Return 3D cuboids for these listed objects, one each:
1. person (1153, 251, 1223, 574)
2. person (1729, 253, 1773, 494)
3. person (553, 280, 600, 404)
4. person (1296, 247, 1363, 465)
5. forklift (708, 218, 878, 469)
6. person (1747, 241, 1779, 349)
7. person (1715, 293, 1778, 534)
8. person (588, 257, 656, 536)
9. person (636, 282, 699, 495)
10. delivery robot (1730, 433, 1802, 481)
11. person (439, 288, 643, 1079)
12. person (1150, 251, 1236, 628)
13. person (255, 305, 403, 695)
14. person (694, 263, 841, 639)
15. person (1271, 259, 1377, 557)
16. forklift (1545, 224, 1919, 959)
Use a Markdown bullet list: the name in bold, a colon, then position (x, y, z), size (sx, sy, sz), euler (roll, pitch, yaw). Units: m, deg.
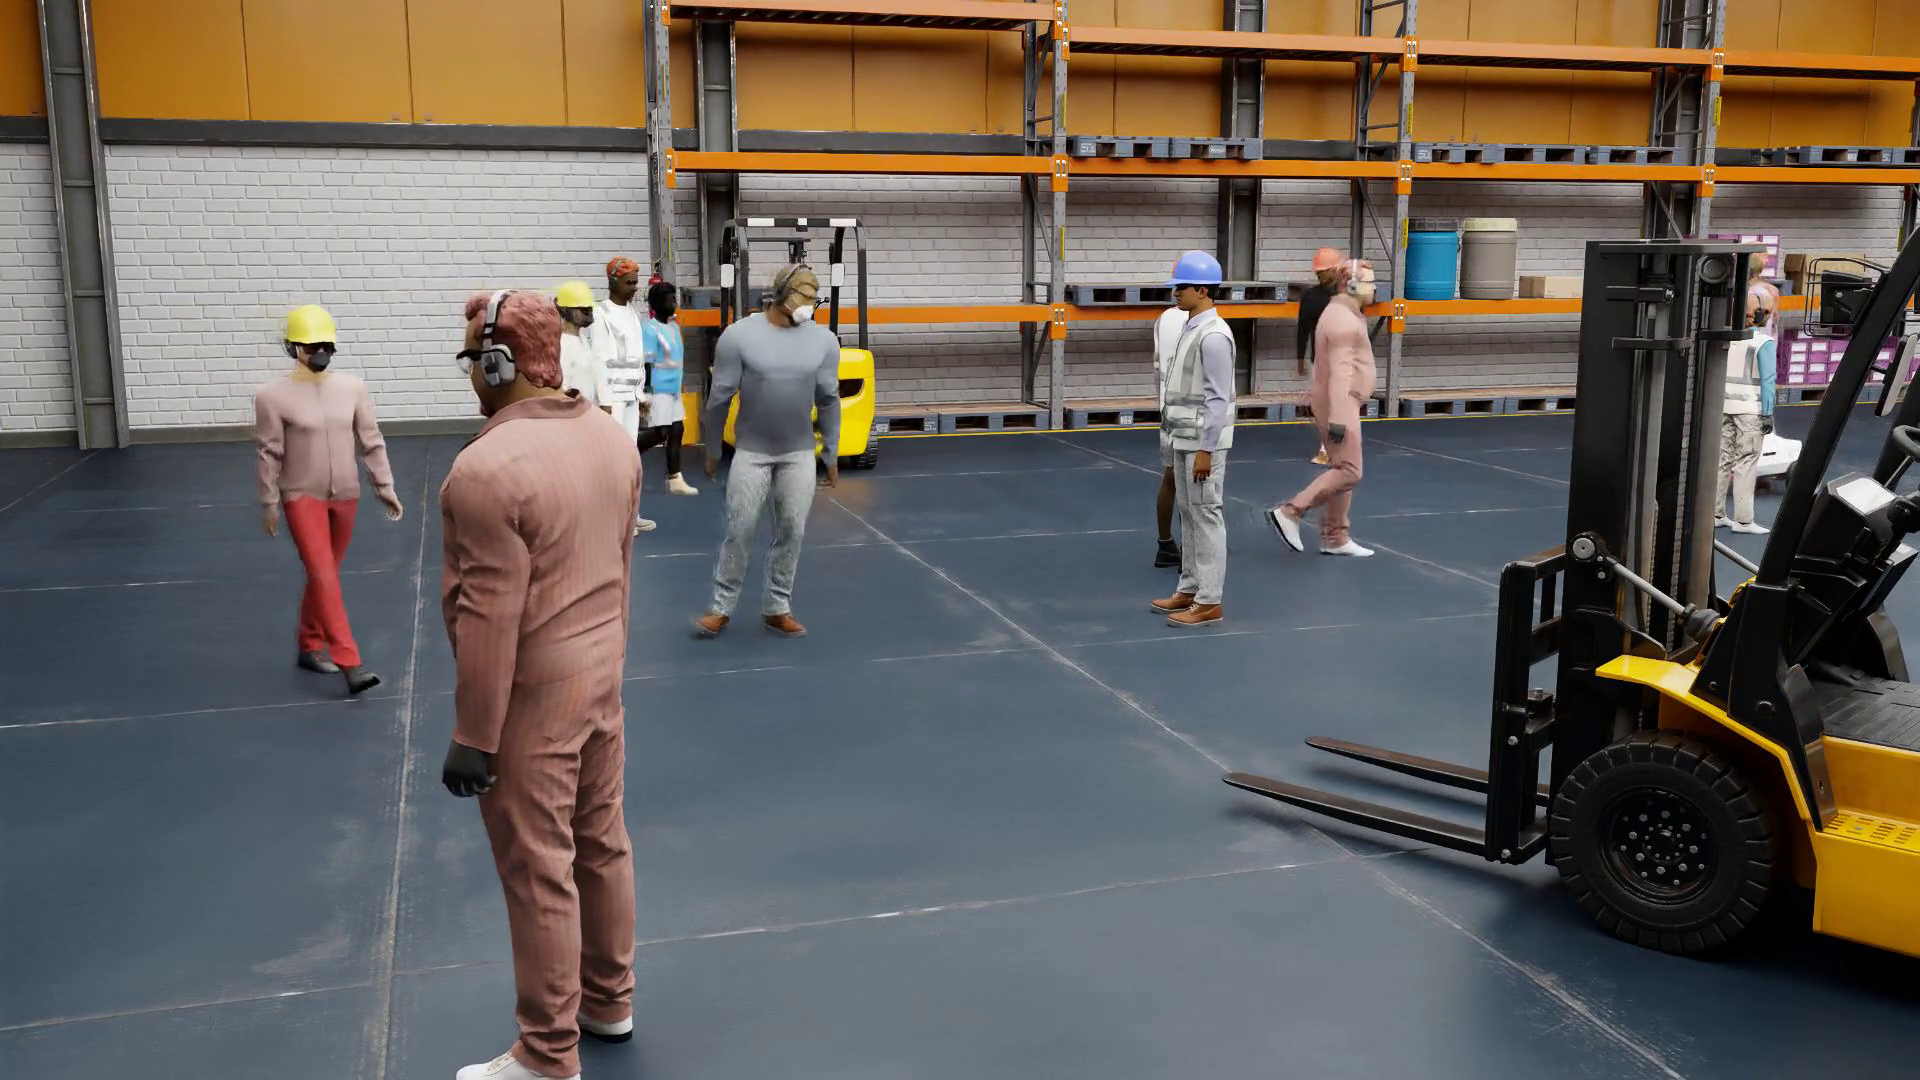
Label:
- **person**: position (1.391, -0.762, 10.030), size (0.356, 1.937, 0.552), euler (-5, 11, -26)
- **person**: position (6.015, -1.309, 13.100), size (0.910, 1.905, 0.652), euler (3, 11, 17)
- **person**: position (-2.422, -0.727, 10.346), size (0.449, 1.757, 0.540), euler (1, 10, 4)
- **person**: position (3.387, -1.686, 15.115), size (0.651, 1.947, 0.920), euler (7, 13, 34)
- **forklift**: position (-1.522, -1.778, 14.899), size (1.214, 2.155, 2.313), euler (-3, 11, -17)
- **person**: position (6.935, -1.646, 14.758), size (0.618, 1.990, 0.399), euler (0, 10, 1)
- **person**: position (5.372, -0.862, 11.398), size (0.309, 1.639, 0.522), euler (-3, 11, -14)
- **person**: position (-2.305, -0.971, 11.315), size (0.353, 1.887, 0.573), euler (3, 11, 17)
- **person**: position (-2.387, -1.174, 13.001), size (0.577, 1.684, 0.542), euler (3, 11, 16)
- **delivery robot**: position (6.287, -0.675, 13.091), size (0.707, 0.478, 0.477), euler (-6, 12, -32)
- **person**: position (-1.010, 0.366, 3.946), size (0.407, 1.906, 0.638), euler (3, 11, 18)
- **person**: position (1.238, -0.522, 8.687), size (0.385, 1.948, 0.605), euler (-1, 10, -7)
- **person**: position (-2.824, -0.183, 7.448), size (0.895, 1.718, 0.539), euler (8, 13, 39)
- **person**: position (-0.945, -0.430, 8.332), size (0.710, 1.895, 0.479), euler (-4, 11, -19)
- **person**: position (2.325, -0.814, 10.446), size (0.558, 1.890, 0.659), euler (2, 10, 9)
- **forklift**: position (2.909, 0.117, 4.508), size (2.313, 2.155, 1.214), euler (9, 14, 40)
